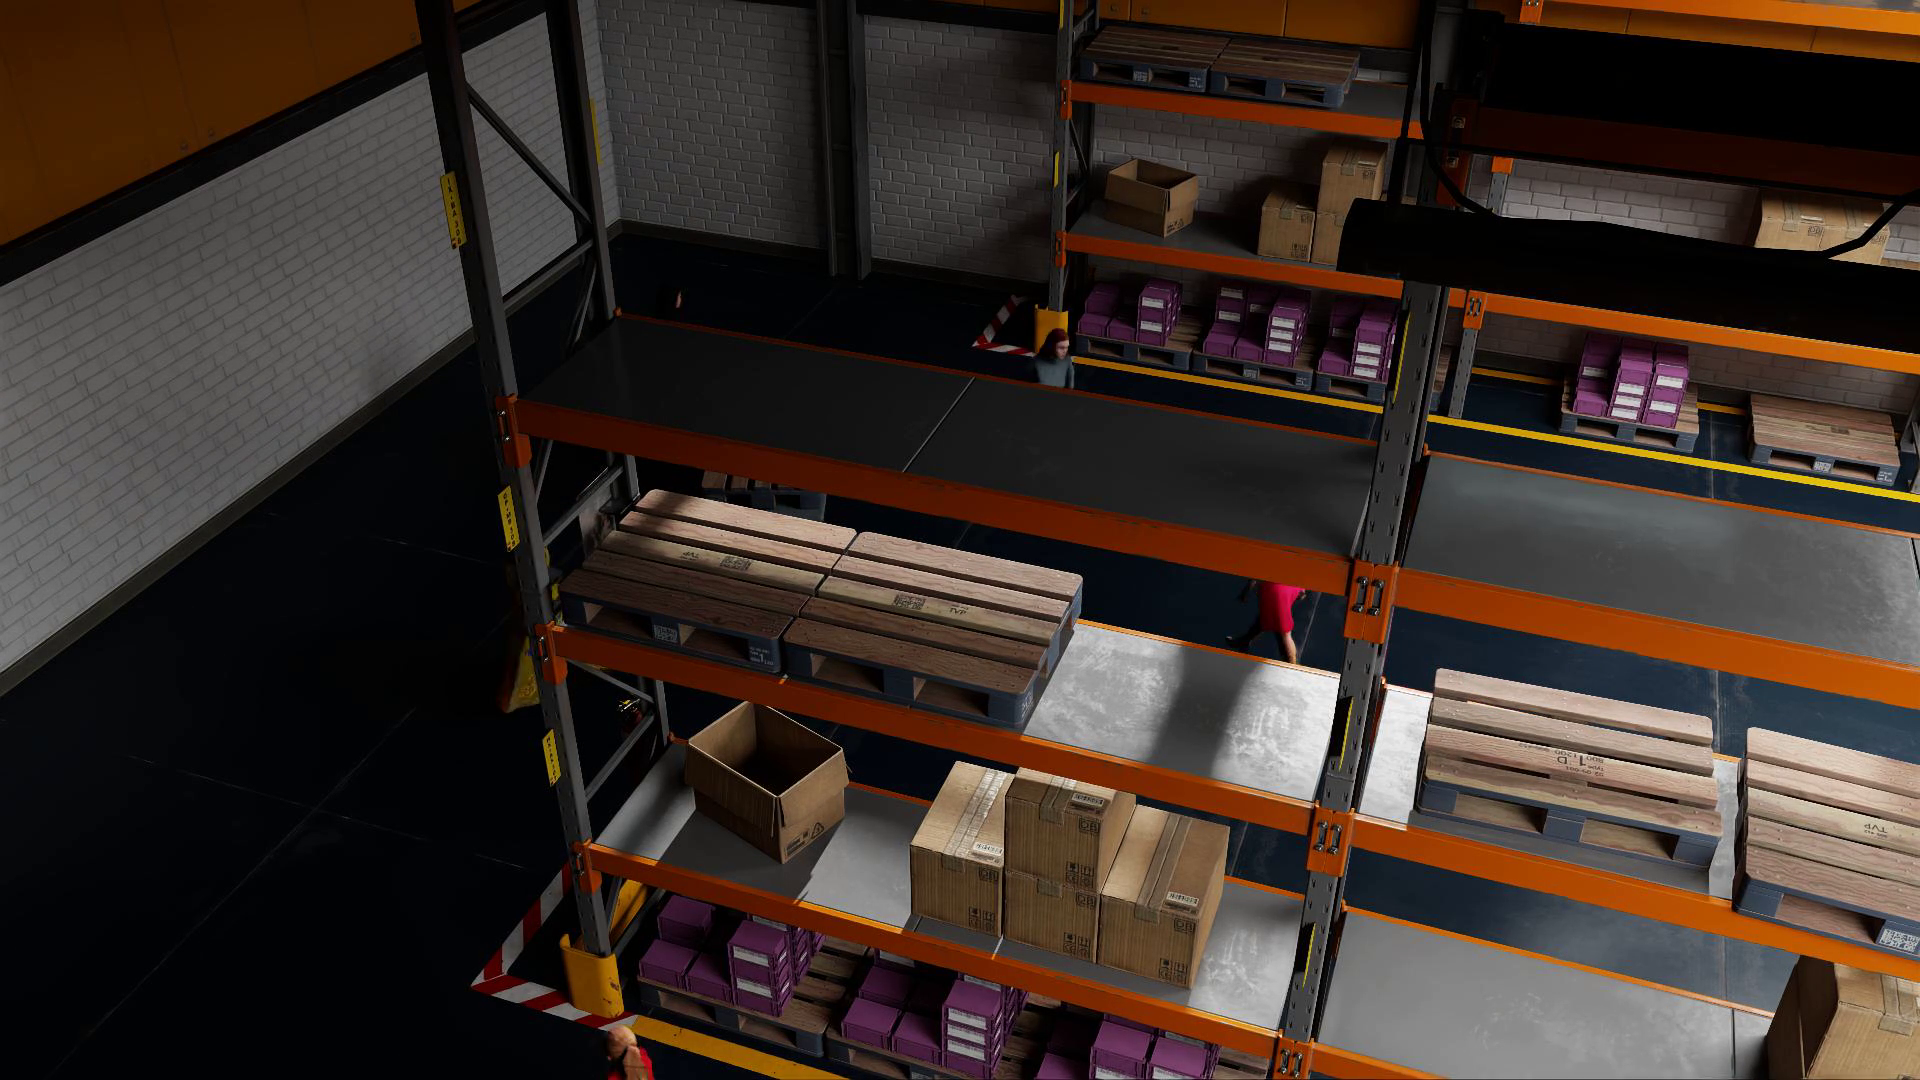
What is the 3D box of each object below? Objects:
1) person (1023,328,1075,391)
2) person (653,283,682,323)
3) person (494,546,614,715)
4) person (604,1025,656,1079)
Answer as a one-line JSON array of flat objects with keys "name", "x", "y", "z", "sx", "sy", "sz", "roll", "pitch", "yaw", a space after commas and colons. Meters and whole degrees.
[{"name": "person", "x": 0.662, "y": -1.059, "z": 14.135, "sx": 0.783, "sy": 1.700, "sz": 0.842, "roll": -4, "pitch": 34, "yaw": -6}, {"name": "person", "x": -2.655, "y": -1.419, "z": 14.686, "sx": 0.967, "sy": 1.689, "sz": 0.964, "roll": -20, "pitch": 38, "yaw": -27}, {"name": "person", "x": -2.929, "y": 0.475, "z": 11.898, "sx": 1.292, "sy": 1.621, "sz": 1.133, "roll": -8, "pitch": 35, "yaw": -12}, {"name": "person", "x": -1.616, "y": 2.968, "z": 8.463, "sx": 0.700, "sy": 1.272, "sz": 0.529, "roll": 15, "pitch": 36, "yaw": 21}]
